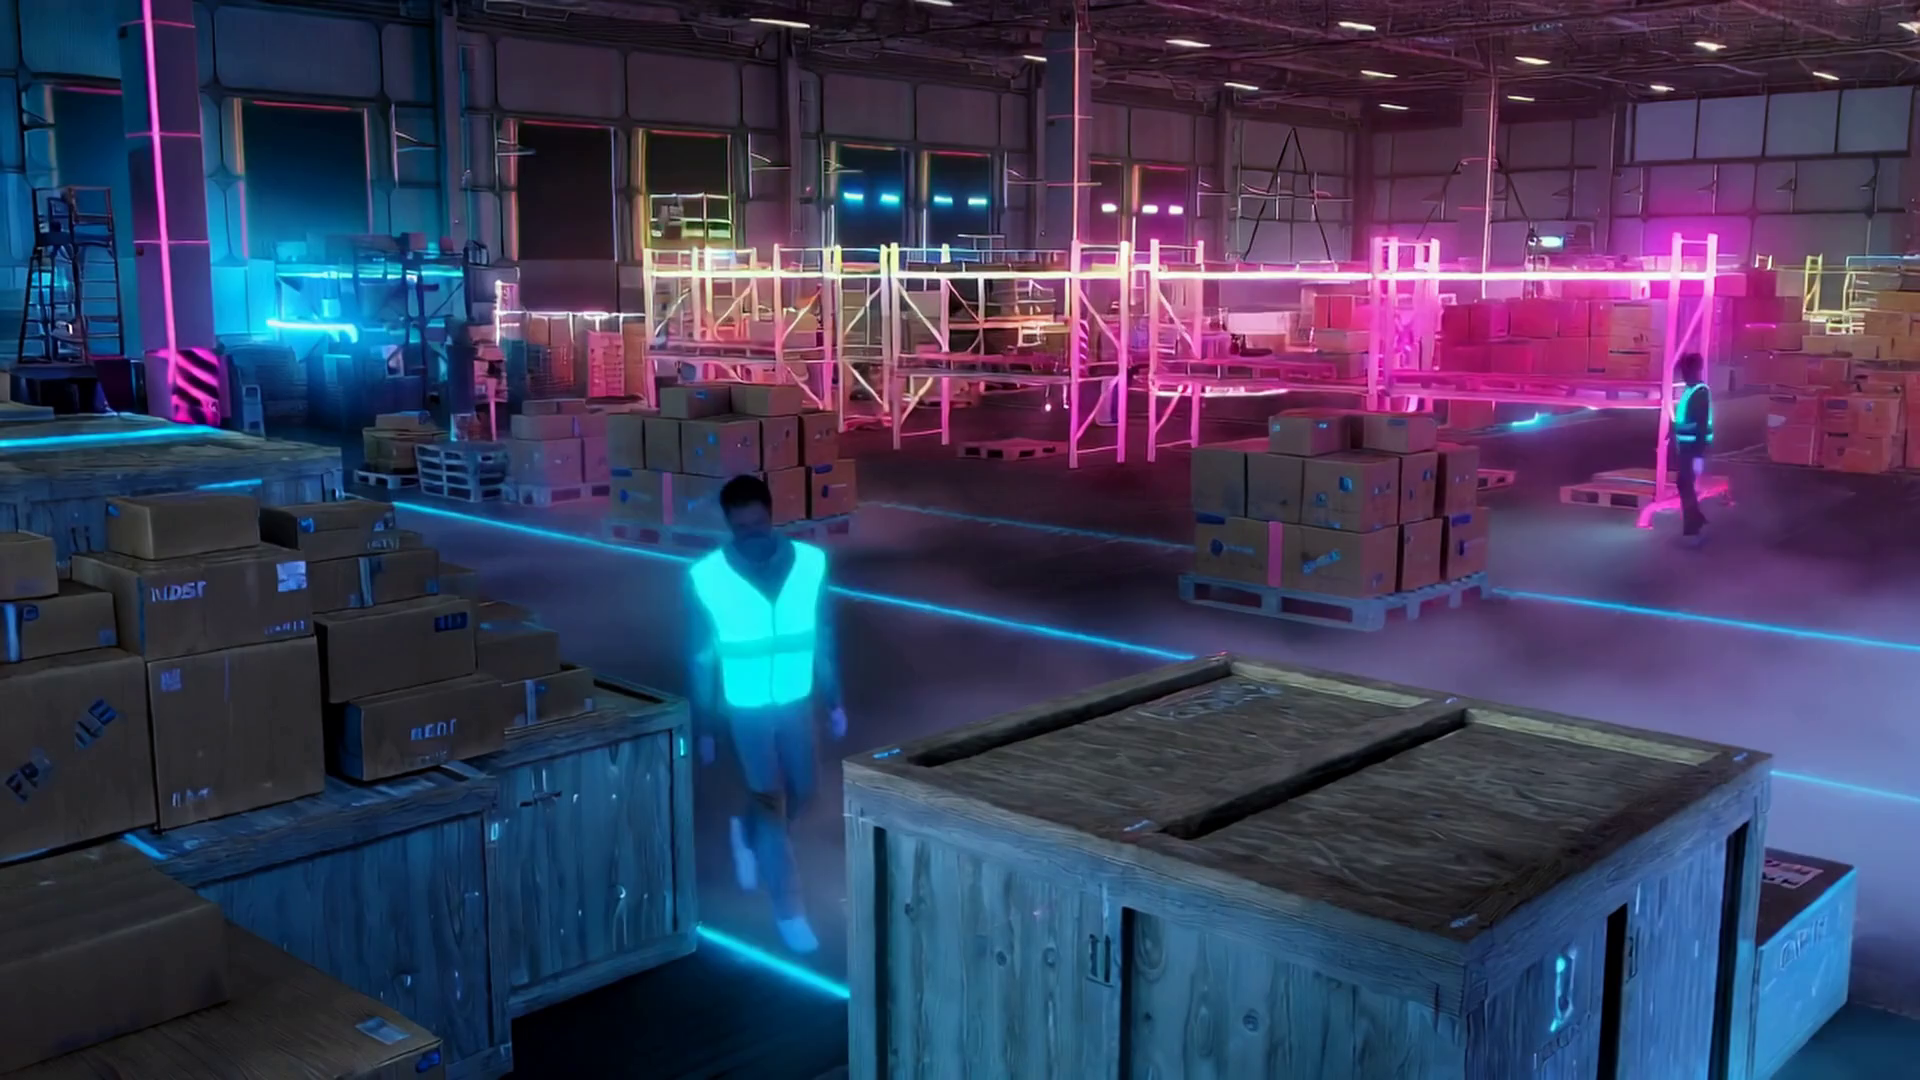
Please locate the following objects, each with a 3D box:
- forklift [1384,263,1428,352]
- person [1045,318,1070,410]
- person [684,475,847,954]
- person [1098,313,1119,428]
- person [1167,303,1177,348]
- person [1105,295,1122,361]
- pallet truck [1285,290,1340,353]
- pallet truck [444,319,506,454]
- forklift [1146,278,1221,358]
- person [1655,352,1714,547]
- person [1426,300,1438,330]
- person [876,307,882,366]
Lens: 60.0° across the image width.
[{"bbox_3d":[12.980,-6.426,46.944,1.873,2.768,1.129,3,10,15],"label":"forklift"},{"bbox_3d":[1.839,-3.320,31.417,0.484,1.736,0.346,-2,9,-12],"label":"person"},{"bbox_3d":[-0.794,0.648,6.643,0.640,1.877,0.722,-5,11,-30],"label":"person"},{"bbox_3d":[2.511,-2.836,27.853,0.371,1.923,0.593,-1,9,-6],"label":"person"},{"bbox_3d":[5.947,-5.798,46.714,0.317,1.696,0.540,0,9,2],"label":"person"},{"bbox_3d":[4.267,-5.753,45.687,0.545,1.943,0.347,0,9,-1],"label":"person"},{"bbox_3d":[11.297,-6.951,52.861,1.885,1.965,0.823,-5,11,-29],"label":"pallet truck"},{"bbox_3d":[-6.981,-1.942,22.150,1.885,1.965,0.823,1,9,9],"label":"pallet truck"},{"bbox_3d":[6.364,-6.425,46.939,1.873,2.768,1.129,9,13,43],"label":"forklift"},{"bbox_3d":[7.026,-0.881,16.047,0.532,1.863,0.581,3,10,20],"label":"person"},{"bbox_3d":[13.835,-6.325,49.374,0.653,1.876,1.051,4,10,22],"label":"person"},{"bbox_3d":[-2.090,-5.365,44.263,0.314,1.634,0.516,0,9,2],"label":"person"}]
